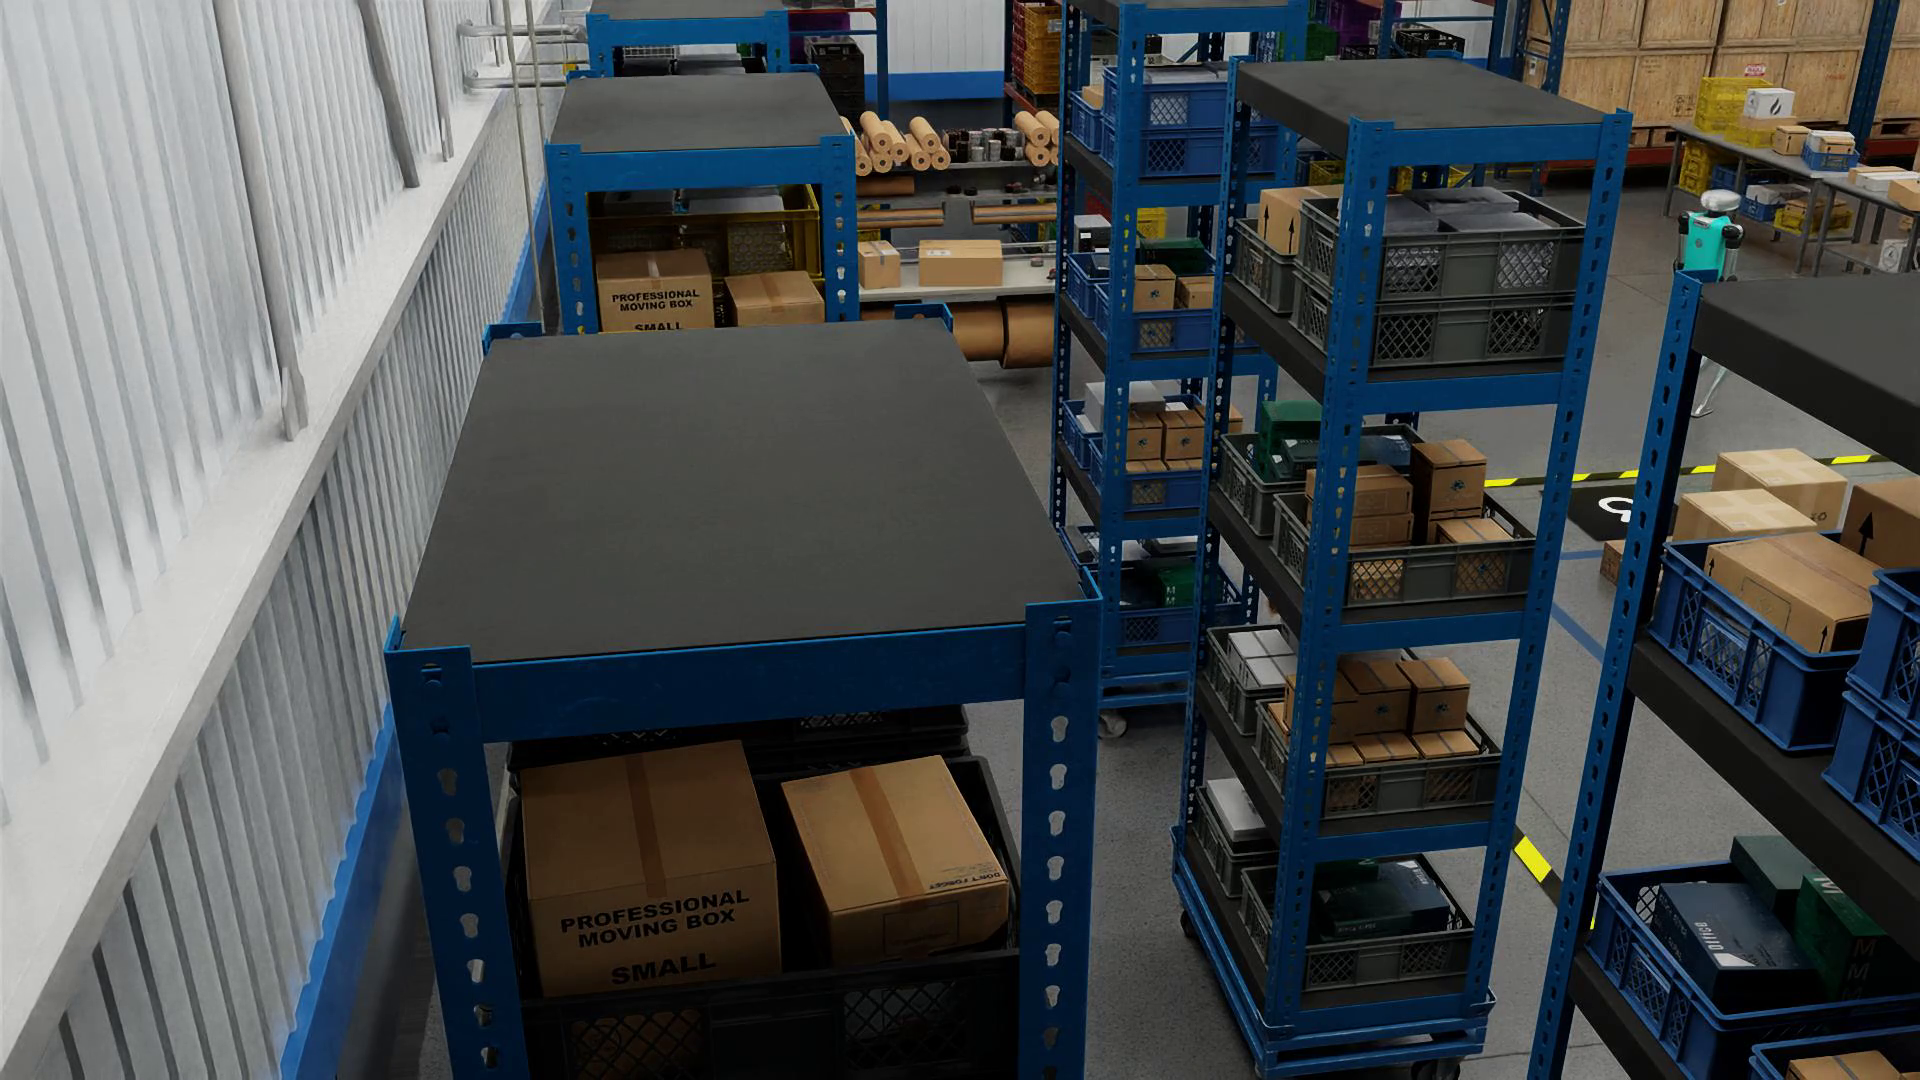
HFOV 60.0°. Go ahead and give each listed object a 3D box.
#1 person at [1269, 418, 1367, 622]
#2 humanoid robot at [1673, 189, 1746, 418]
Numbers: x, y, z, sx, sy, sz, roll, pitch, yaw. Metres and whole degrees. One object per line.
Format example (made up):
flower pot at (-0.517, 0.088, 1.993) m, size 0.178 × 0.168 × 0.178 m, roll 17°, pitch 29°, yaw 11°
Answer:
person at (1.749, 0.205, 7.959) m, size 0.588 × 1.853 × 0.394 m, roll -3°, pitch 25°, yaw -7°
humanoid robot at (5.558, -1.737, 12.163) m, size 0.735 × 1.672 × 0.533 m, roll -11°, pitch 27°, yaw -23°
